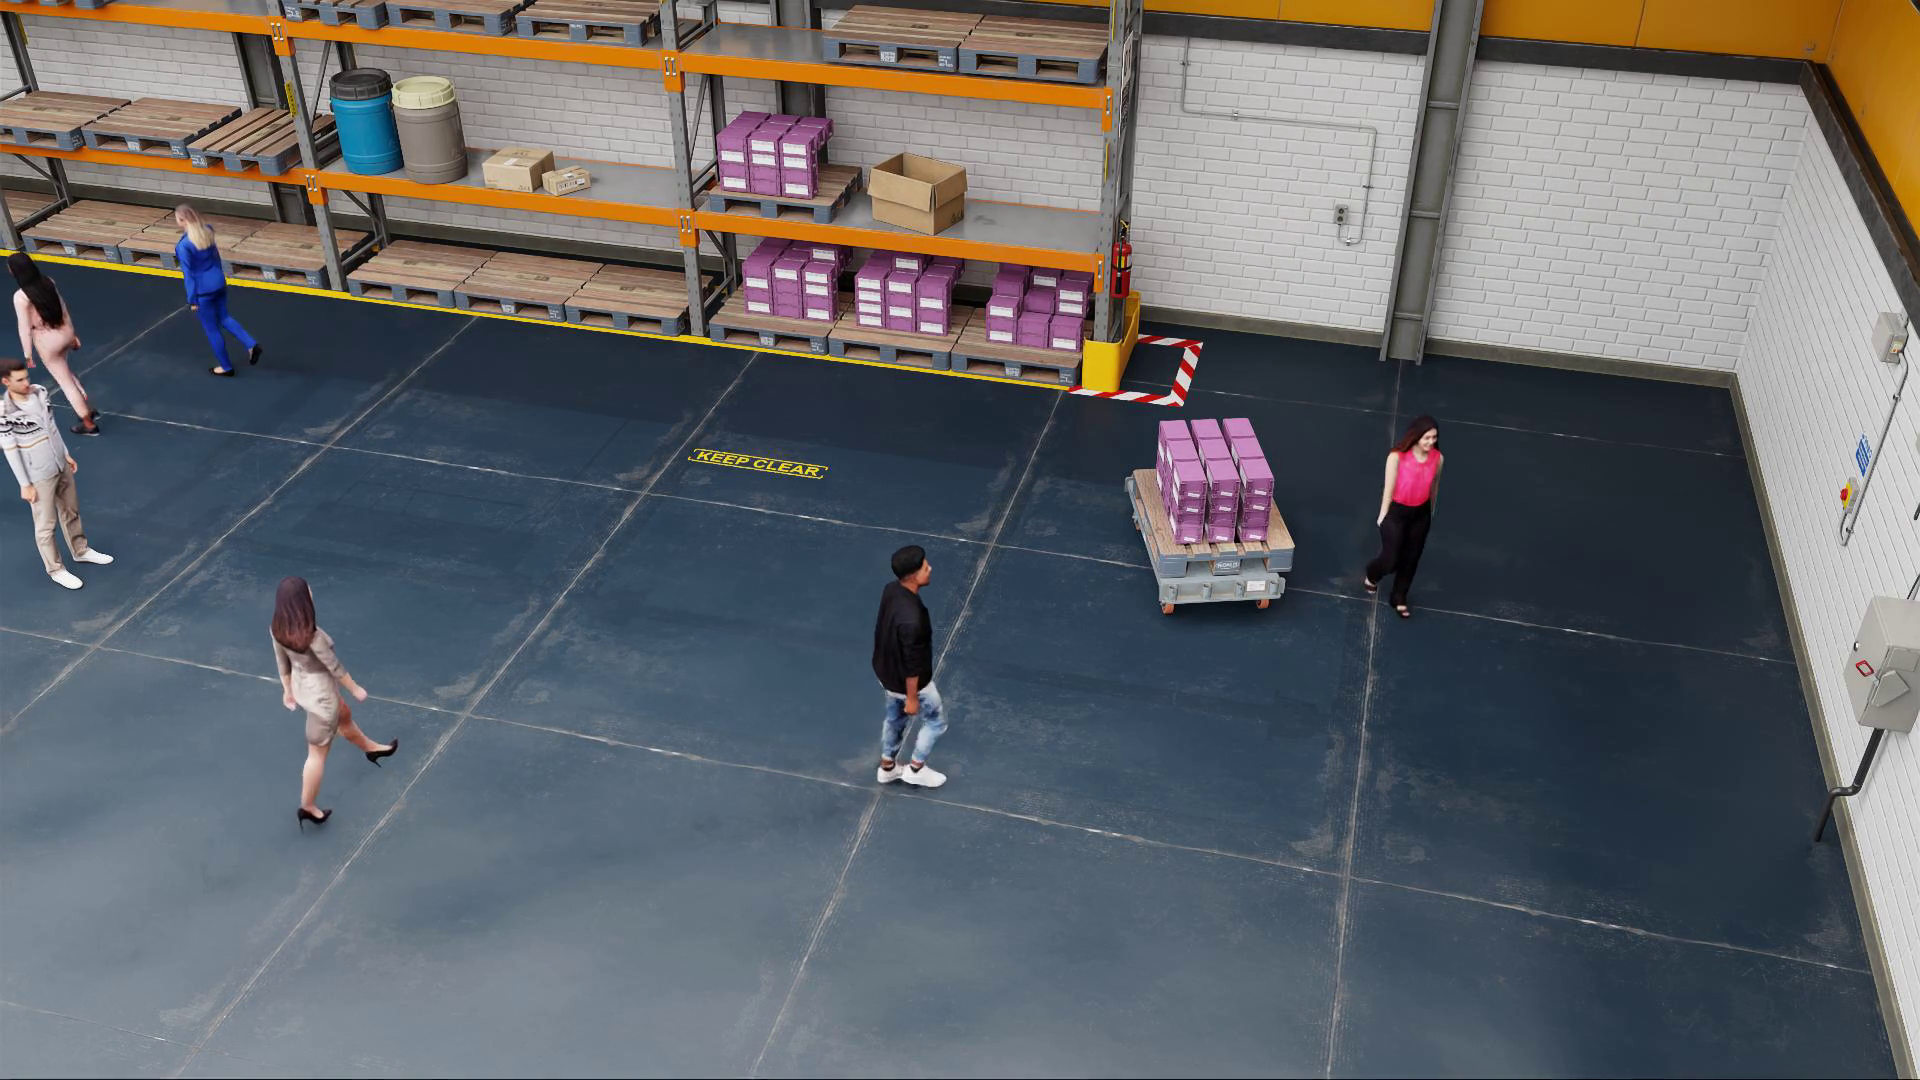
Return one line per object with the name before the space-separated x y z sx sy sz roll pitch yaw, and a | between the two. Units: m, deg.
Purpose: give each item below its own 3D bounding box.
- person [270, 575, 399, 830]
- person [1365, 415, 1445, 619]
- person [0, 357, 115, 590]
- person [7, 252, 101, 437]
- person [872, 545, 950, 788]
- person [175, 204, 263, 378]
person | -3.999 1.041 10.223 1.103 1.693 0.905 21 39 28
person | 3.213 -0.194 12.123 0.753 1.646 0.803 -8 34 -12
person | -6.866 -0.543 12.456 0.548 1.859 0.690 7 34 10
person | -7.687 -1.657 14.272 0.639 1.705 0.674 3 34 4
person | -0.423 0.845 10.427 0.871 1.795 0.841 -10 35 -15
person | -6.778 -2.261 15.196 0.751 1.687 0.621 9 35 13
